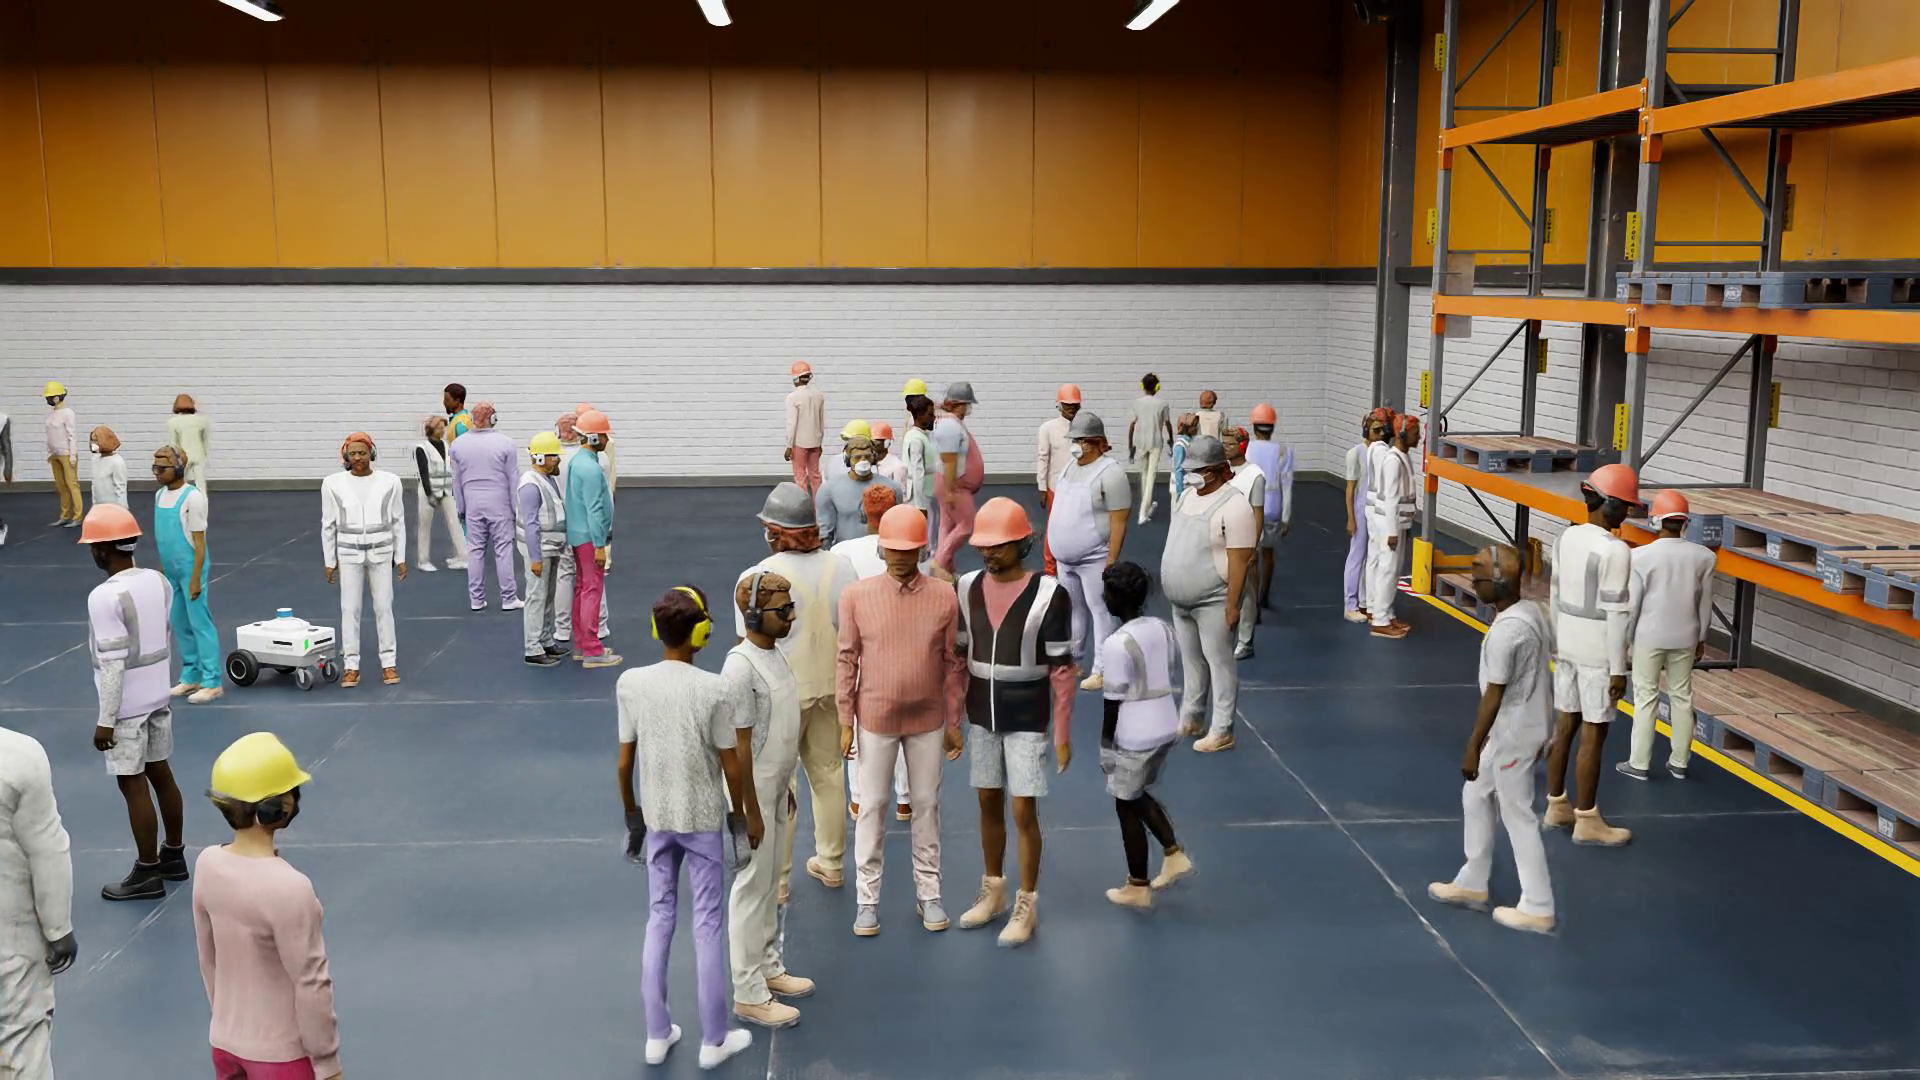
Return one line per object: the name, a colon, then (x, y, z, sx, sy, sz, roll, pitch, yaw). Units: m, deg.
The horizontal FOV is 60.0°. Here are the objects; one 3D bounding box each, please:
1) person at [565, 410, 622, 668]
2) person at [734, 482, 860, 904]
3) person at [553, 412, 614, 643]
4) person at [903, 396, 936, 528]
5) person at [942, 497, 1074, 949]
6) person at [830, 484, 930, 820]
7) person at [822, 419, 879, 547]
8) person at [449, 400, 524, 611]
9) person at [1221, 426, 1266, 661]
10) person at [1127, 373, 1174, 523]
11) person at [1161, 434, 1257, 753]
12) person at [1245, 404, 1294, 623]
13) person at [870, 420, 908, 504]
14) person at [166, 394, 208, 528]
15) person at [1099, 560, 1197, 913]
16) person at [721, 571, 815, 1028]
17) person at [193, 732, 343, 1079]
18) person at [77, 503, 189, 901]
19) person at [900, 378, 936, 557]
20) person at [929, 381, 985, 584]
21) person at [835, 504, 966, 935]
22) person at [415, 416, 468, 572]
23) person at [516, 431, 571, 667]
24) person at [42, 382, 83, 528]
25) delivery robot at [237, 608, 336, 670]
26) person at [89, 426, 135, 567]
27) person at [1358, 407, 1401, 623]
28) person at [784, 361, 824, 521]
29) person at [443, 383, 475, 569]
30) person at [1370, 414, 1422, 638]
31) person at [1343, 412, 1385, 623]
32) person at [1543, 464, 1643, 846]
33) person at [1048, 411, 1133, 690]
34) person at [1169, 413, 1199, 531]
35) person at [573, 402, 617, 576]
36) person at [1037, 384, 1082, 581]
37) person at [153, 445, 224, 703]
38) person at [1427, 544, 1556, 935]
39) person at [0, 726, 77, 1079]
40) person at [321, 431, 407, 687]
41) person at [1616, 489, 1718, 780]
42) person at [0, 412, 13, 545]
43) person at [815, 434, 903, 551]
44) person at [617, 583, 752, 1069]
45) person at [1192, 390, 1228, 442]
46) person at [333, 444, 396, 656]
person: (-2.847, -0.011, 12.896, 0.406, 1.987, 0.614, -4, 10, -24)
person: (-0.837, 0.727, 8.096, 0.682, 2.000, 0.537, -7, 12, -38)
person: (-3.182, -0.102, 13.744, 0.636, 1.902, 0.405, -2, 9, -15)
person: (-0.382, -0.372, 15.373, 0.379, 1.918, 0.597, -1, 9, -3)
person: (0.186, 0.826, 7.527, 0.637, 2.034, 0.558, 5, 10, 29)
person: (-0.438, 0.624, 9.221, 0.577, 1.887, 0.353, 0, 9, 3)
person: (-0.877, -0.100, 13.969, 0.600, 1.820, 0.404, 7, 11, 37)
person: (-4.233, -0.304, 14.978, 0.641, 1.912, 0.410, 1, 9, 6)
person: (2.184, 0.019, 13.147, 0.390, 1.846, 0.565, -6, 11, -31)
person: (2.376, -1.142, 20.526, 0.521, 1.816, 0.944, 4, 10, 25)
person: (1.545, 0.322, 10.637, 0.535, 2.000, 0.680, -5, 10, -28)
person: (2.650, -0.261, 14.768, 0.555, 1.883, 1.004, 0, 9, 3)
person: (-0.706, -0.181, 14.681, 0.566, 1.755, 0.321, 8, 12, 43)
person: (-9.316, -0.955, 20.055, 0.488, 1.588, 0.843, -7, 12, -39)
person: (0.854, 0.931, 7.930, 0.393, 1.671, 0.577, 7, 11, 37)
person: (-0.789, 1.035, 6.772, 0.346, 1.846, 0.507, 1, 9, 8)
person: (-1.922, 1.408, 4.671, 0.523, 1.772, 0.303, 6, 11, 33)
person: (-4.043, 0.782, 8.079, 0.373, 1.933, 0.551, 1, 9, 4)
person: (-0.461, -0.765, 17.815, 0.366, 1.927, 0.588, -5, 10, -27)
person: (-0.029, -0.545, 16.082, 0.538, 2.000, 0.764, 0, 9, -3)
person: (-0.269, 0.820, 7.658, 0.610, 1.993, 0.375, -2, 9, -10)
person: (-5.220, -0.444, 16.812, 0.825, 1.599, 0.516, 5, 10, 28)
person: (-3.232, 0.066, 12.944, 0.405, 1.824, 0.591, 0, 9, 1)
person: (-10.785, -1.020, 19.959, 0.527, 1.760, 0.333, 5, 11, 30)
delivery robot: (-4.986, 0.749, 12.312, 0.707, 0.478, 0.477, 4, 10, 21)
person: (-7.950, -0.255, 15.571, 0.493, 1.625, 0.280, 7, 11, 36)
person: (3.659, -0.215, 14.500, 0.353, 1.885, 0.573, 0, 9, 1)
person: (-1.893, -1.163, 20.100, 0.396, 1.993, 0.618, 7, 12, 39)
person: (-5.159, -0.668, 17.233, 0.391, 1.921, 0.593, -3, 10, -20)
person: (3.659, -0.120, 13.953, 0.366, 1.875, 0.579, 4, 10, 22)
person: (3.581, -0.203, 14.546, 0.521, 1.844, 0.331, -6, 11, -34)
person: (3.398, 0.605, 8.894, 0.409, 2.031, 0.609, -2, 9, -11)
person: (0.902, 0.071, 12.214, 0.537, 2.000, 0.675, -6, 11, -34)
person: (2.283, -0.476, 16.896, 0.315, 1.641, 0.514, 4, 10, 23)
person: (-3.735, -0.504, 16.707, 0.572, 1.755, 0.319, -4, 10, -25)
person: (1.034, -0.505, 15.970, 0.622, 1.993, 0.382, -4, 10, -24)
person: (-5.511, 0.239, 11.795, 0.505, 1.839, 0.339, 6, 11, 32)
person: (2.433, 0.908, 7.667, 0.770, 1.810, 0.538, 5, 10, 30)
person: (-3.162, 1.237, 5.334, 0.639, 1.902, 0.407, -1, 9, -8)
person: (-4.384, 0.141, 12.261, 0.584, 1.882, 0.346, -3, 10, -20)
person: (4.217, 0.569, 9.980, 0.563, 1.752, 0.324, -1, 9, -4)
person: (-10.709, -0.807, 18.255, 0.599, 1.878, 0.955, -1, 9, -8)
person: (-0.686, 0.231, 11.523, 0.636, 1.939, 0.364, -3, 10, -21)
person: (-1.047, 1.092, 6.354, 0.528, 1.867, 0.316, 2, 9, 15)
person: (3.000, -0.996, 20.178, 0.514, 1.636, 0.315, 0, 9, -1)
person: (-4.766, 0.058, 13.225, 0.567, 1.743, 0.351, -1, 9, -5)
